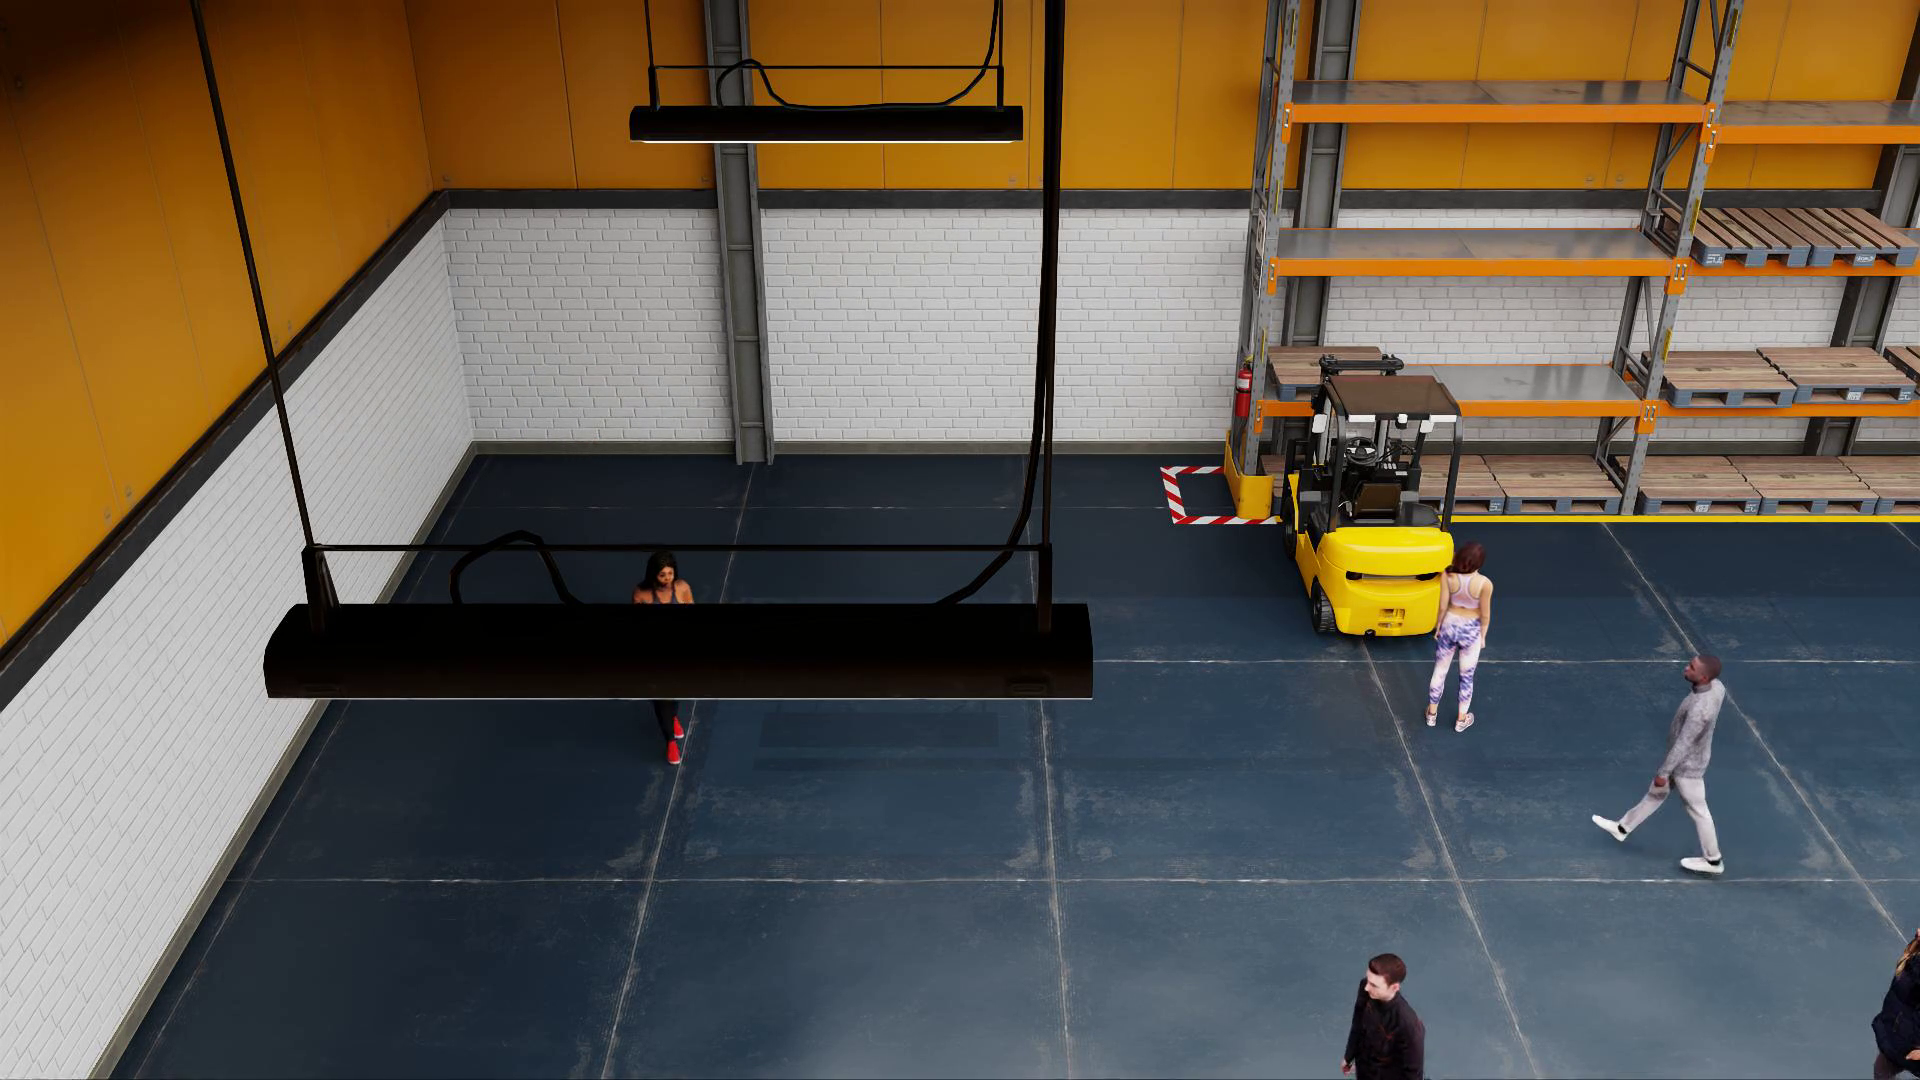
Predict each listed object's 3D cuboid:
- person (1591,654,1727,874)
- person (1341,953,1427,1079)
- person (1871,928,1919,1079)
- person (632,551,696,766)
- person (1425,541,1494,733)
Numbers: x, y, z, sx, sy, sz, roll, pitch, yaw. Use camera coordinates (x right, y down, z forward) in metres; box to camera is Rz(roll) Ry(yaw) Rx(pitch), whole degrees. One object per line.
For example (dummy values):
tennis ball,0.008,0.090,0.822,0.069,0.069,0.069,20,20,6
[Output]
person,5.382,1.660,12.074,1.318,1.794,1.088,14,32,24
person,2.452,3.058,9.431,1.275,1.872,0.875,-8,30,-14
person,5.794,2.922,9.905,1.097,1.657,0.940,14,32,25
person,-2.421,0.845,13.573,1.010,1.791,1.007,-13,31,-23
person,4.126,0.779,13.722,0.633,1.763,0.739,13,31,23
